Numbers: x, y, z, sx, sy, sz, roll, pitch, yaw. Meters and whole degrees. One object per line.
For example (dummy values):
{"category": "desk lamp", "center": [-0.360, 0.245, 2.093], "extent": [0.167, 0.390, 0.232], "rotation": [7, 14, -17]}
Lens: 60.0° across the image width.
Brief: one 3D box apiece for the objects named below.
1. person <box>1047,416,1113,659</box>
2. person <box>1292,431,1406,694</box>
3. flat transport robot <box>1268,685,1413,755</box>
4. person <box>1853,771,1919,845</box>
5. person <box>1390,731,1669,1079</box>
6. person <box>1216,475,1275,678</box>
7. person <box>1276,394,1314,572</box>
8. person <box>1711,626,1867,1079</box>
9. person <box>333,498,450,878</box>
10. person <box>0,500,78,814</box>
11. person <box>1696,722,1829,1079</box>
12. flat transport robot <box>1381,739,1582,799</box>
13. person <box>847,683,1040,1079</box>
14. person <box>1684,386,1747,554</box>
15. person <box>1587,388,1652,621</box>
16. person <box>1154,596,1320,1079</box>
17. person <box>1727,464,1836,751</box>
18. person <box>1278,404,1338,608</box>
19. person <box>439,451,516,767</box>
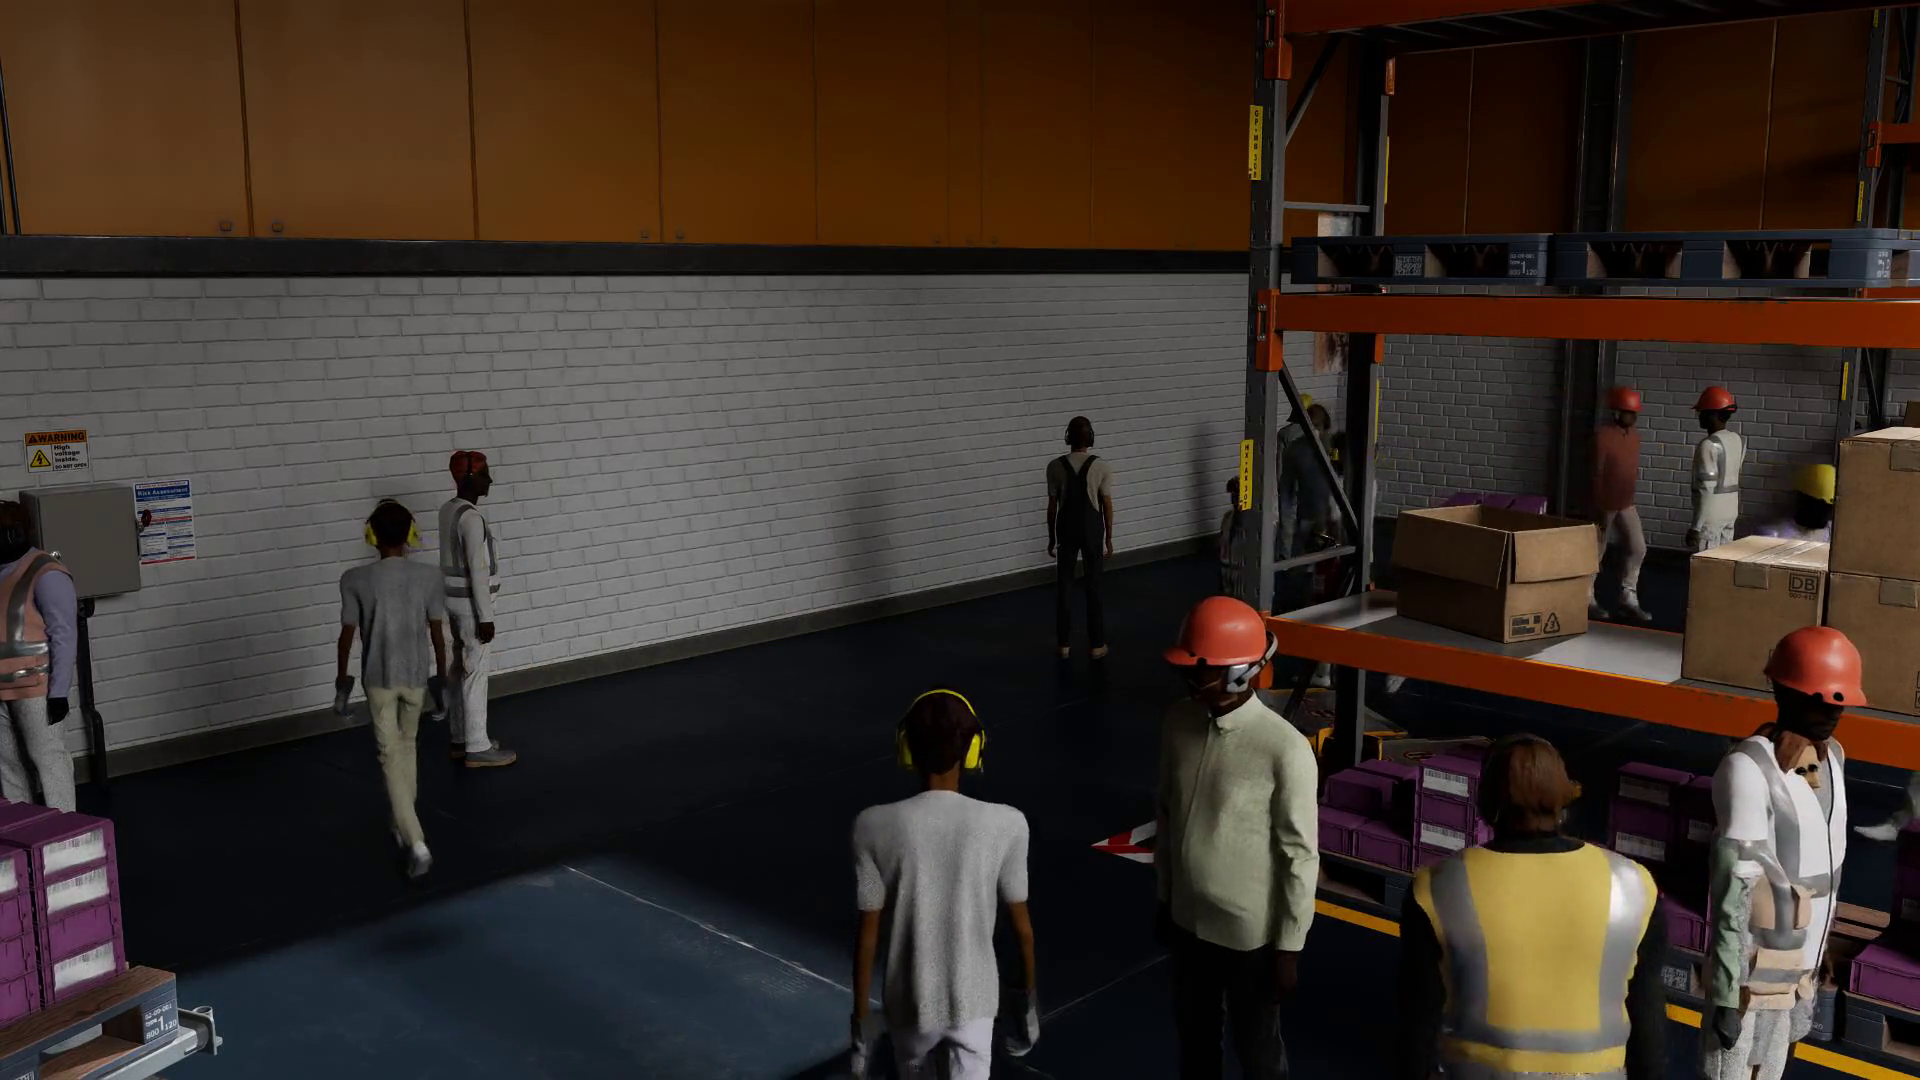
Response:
{"category": "person", "center": [0.907, -0.015, 12.598], "extent": [0.506, 1.847, 0.343], "rotation": [2, 9, 11]}
{"category": "person", "center": [2.749, 0.166, 11.567], "extent": [0.516, 1.838, 0.794], "rotation": [-9, 13, -44]}
{"category": "flat transport robot", "center": [2.219, 1.144, 10.309], "extent": [0.652, 0.197, 1.431], "rotation": [-2, 9, -10]}
{"category": "person", "center": [5.130, 0.683, 8.265], "extent": [0.998, 1.875, 0.609], "rotation": [3, 10, 18]}
{"category": "person", "center": [1.374, 1.385, 4.044], "extent": [0.657, 1.834, 0.544], "rotation": [1, 9, 7]}
{"category": "person", "center": [1.896, 0.362, 10.945], "extent": [0.421, 1.617, 0.557], "rotation": [-4, 10, -25]}
{"category": "person", "center": [3.331, -0.557, 16.240], "extent": [0.491, 1.744, 0.295], "rotation": [4, 10, 23]}
{"category": "person", "center": [2.428, 1.195, 4.910], "extent": [0.548, 1.934, 0.375], "rotation": [-7, 11, -35]}
{"category": "person", "center": [-2.785, 0.712, 8.195], "extent": [0.531, 1.835, 0.924], "rotation": [-6, 11, -32]}
{"category": "person", "center": [-4.597, 0.718, 8.119], "extent": [0.634, 1.842, 0.429], "rotation": [4, 10, 23]}
{"category": "person", "center": [2.372, 1.337, 4.933], "extent": [0.513, 1.642, 0.311], "rotation": [-7, 12, -37]}
{"category": "flat transport robot", "center": [2.672, 1.300, 9.354], "extent": [1.431, 0.197, 0.652], "rotation": [-2, 9, -10]}
{"category": "person", "center": [-0.038, 1.312, 4.596], "extent": [0.536, 1.816, 0.979], "rotation": [0, 9, -1]}
{"category": "person", "center": [5.844, -0.175, 12.974], "extent": [0.605, 2.045, 0.385], "rotation": [-8, 12, -41]}
{"category": "person", "center": [5.511, -0.284, 13.874], "extent": [0.652, 1.962, 0.751], "rotation": [-6, 11, -31]}
{"category": "person", "center": [0.800, 1.144, 5.049], "extent": [0.392, 1.991, 0.612], "rotation": [-7, 11, -35]}
{"category": "person", "center": [4.678, 0.486, 9.412], "extent": [0.629, 1.893, 0.710], "rotation": [-1, 9, -7]}
{"category": "person", "center": [2.917, -0.173, 13.504], "extent": [0.653, 1.871, 1.090], "rotation": [7, 11, 35]}
{"category": "person", "center": [-2.906, 0.405, 9.907], "extent": [0.340, 1.882, 0.586], "rotation": [-6, 11, -32]}
